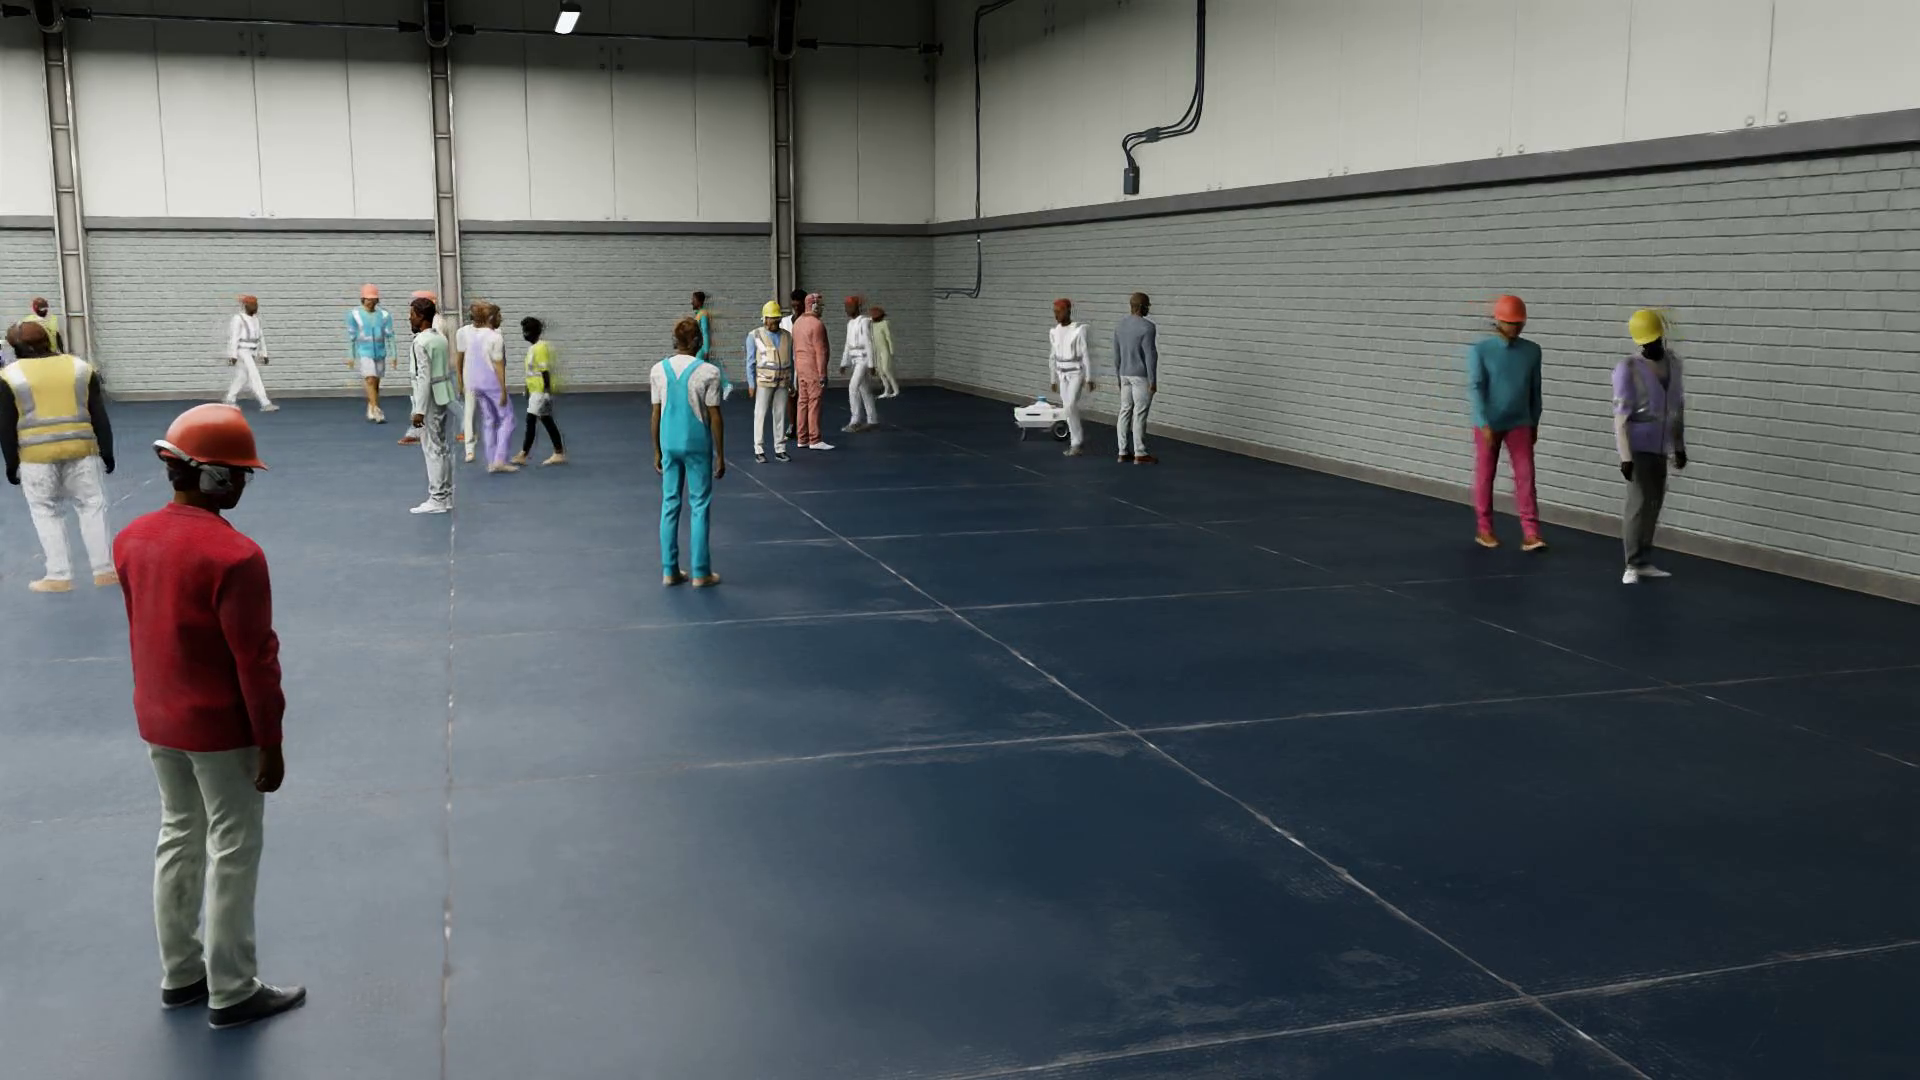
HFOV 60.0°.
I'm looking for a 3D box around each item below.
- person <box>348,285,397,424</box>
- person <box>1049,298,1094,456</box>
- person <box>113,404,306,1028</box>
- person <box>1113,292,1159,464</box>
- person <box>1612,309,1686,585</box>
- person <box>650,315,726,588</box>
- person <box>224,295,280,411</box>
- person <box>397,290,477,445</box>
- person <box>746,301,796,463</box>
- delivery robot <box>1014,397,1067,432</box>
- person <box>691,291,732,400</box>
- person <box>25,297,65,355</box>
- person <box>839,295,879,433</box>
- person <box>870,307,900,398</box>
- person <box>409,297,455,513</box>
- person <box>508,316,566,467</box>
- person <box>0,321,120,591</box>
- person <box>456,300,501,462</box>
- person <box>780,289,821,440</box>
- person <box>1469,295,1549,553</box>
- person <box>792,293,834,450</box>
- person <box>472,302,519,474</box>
[{"bbox_3d":[-8.546,-2.700,24.205,0.628,1.999,1.053,-6,11,-33],"label":"person"},{"bbox_3d":[1.303,-1.900,19.504,0.480,1.858,0.602,-8,12,-40],"label":"person"},{"bbox_3d":[-2.076,0.490,4.652,0.574,1.738,0.352,5,10,29],"label":"person"},{"bbox_3d":[1.992,-1.822,18.753,0.355,1.938,0.637,-6,11,-36],"label":"person"},{"bbox_3d":[4.702,-0.631,11.361,0.683,1.882,0.347,-5,10,-27],"label":"person"},{"bbox_3d":[-1.830,-0.585,11.203,0.511,1.837,0.353,2,9,15],"label":"person"},{"bbox_3d":[-11.302,-2.953,26.345,0.996,1.832,0.587,2,9,10],"label":"person"},{"bbox_3d":[-6.634,-2.183,21.068,0.612,1.951,1.003,7,12,39],"label":"person"},{"bbox_3d":[-2.130,-1.793,18.905,0.599,1.830,0.403,-6,11,-32],"label":"person"},{"bbox_3d":[1.052,-1.601,21.449,0.707,0.478,0.477,0,9,-2],"label":"delivery robot"},{"bbox_3d":[-4.297,-3.268,28.131,0.776,1.896,0.596,-2,9,-10],"label":"person"},{"bbox_3d":[-14.806,-3.011,26.812,0.832,1.800,0.639,3,9,18],"label":"person"},{"bbox_3d":[-1.427,-2.390,22.640,0.745,1.854,0.597,-4,10,-22],"label":"person"},{"bbox_3d":[-1.362,-3.285,29.161,0.411,1.597,0.530,-6,11,-35],"label":"person"},{"bbox_3d":[-4.722,-1.200,14.851,0.389,1.919,0.592,0,9,-1],"label":"person"},{"bbox_3d":[-4.736,-1.626,18.365,0.782,1.667,0.551,-4,10,-23],"label":"person"},{"bbox_3d":[-5.997,-0.555,11.135,0.776,1.816,0.432,-9,12,-44],"label":"person"},{"bbox_3d":[-5.462,-1.806,18.951,0.506,1.847,0.343,-4,10,-22],"label":"person"},{"bbox_3d":[-2.058,-2.257,21.486,0.608,1.955,0.382,3,9,18],"label":"person"},{"bbox_3d":[4.175,-0.868,12.630,0.613,1.943,0.963,0,9,-2],"label":"person"},{"bbox_3d":[-1.785,-2.055,20.346,0.402,1.906,0.652,-6,11,-34],"label":"person"},{"bbox_3d":[-4.941,-1.604,17.705,0.532,1.833,0.420,7,11,37],"label":"person"}]
